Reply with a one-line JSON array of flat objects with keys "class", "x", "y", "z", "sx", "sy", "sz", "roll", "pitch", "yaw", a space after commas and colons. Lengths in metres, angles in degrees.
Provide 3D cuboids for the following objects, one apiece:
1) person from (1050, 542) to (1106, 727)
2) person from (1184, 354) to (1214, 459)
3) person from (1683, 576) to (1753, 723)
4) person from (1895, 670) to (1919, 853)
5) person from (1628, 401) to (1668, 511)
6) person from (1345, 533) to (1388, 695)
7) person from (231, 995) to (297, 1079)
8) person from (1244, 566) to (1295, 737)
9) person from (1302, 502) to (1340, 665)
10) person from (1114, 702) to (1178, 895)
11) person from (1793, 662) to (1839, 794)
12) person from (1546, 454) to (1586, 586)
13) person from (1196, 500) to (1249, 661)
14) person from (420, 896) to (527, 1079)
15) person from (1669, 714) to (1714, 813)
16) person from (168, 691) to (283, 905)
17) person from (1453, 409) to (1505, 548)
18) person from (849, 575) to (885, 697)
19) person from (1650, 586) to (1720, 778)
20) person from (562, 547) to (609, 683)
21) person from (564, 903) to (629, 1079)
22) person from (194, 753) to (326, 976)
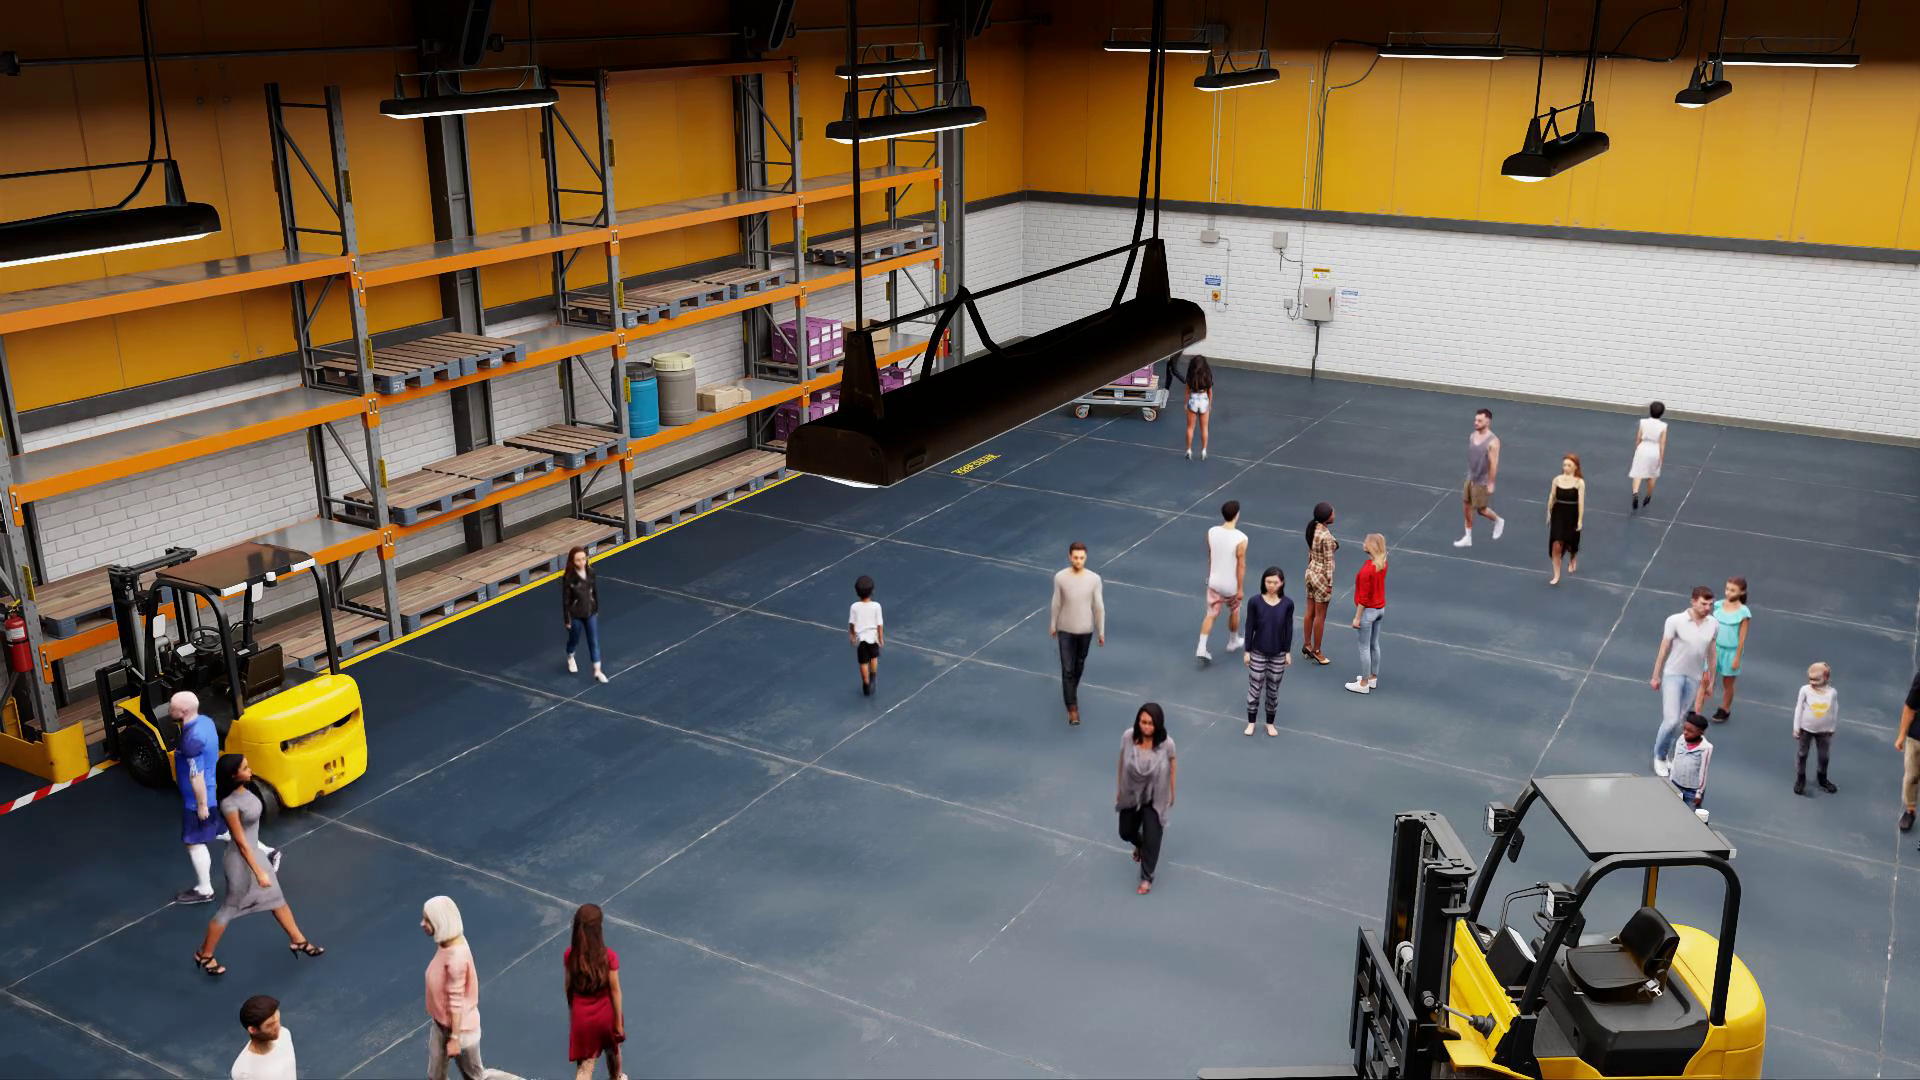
[{"class": "person", "x": 1.144, "y": 0.880, "z": 16.506, "sx": 1.076, "sy": 1.811, "sz": 1.280, "roll": 0, "pitch": 19, "yaw": -1}, {"class": "person", "x": 3.640, "y": -2.026, "z": 25.437, "sx": 0.674, "sy": 1.620, "sz": 0.706, "roll": 0, "pitch": 19, "yaw": 0}, {"class": "person", "x": 7.576, "y": 1.078, "z": 16.344, "sx": 0.963, "sy": 1.541, "sz": 0.783, "roll": -12, "pitch": 22, "yaw": -32}, {"class": "person", "x": 8.231, "y": 1.676, "z": 14.127, "sx": 0.688, "sy": 1.821, "sz": 1.044, "roll": 12, "pitch": 22, "yaw": 31}, {"class": "person", "x": 9.474, "y": -1.136, "z": 22.929, "sx": 0.593, "sy": 1.533, "sz": 0.948, "roll": 10, "pitch": 21, "yaw": 26}, {"class": "person", "x": 4.209, "y": 0.744, "z": 17.079, "sx": 0.713, "sy": 1.705, "sz": 0.511, "roll": 16, "pitch": 24, "yaw": 39}, {"class": "person", "x": -3.972, "y": 3.330, "z": 9.445, "sx": 0.900, "sy": 1.676, "sz": 1.087, "roll": 5, "pitch": 19, "yaw": 15}, {"class": "person", "x": 2.982, "y": 1.062, "z": 16.091, "sx": 0.680, "sy": 1.733, "sz": 0.662, "roll": 1, "pitch": 19, "yaw": 4}, {"class": "person", "x": 3.841, "y": 0.455, "z": 17.797, "sx": 0.736, "sy": 1.795, "sz": 0.676, "roll": -5, "pitch": 19, "yaw": -14}, {"class": "person", "x": 1.516, "y": 2.021, "z": 13.455, "sx": 0.696, "sy": 1.597, "sz": 0.839, "roll": 7, "pitch": 20, "yaw": 21}, {"class": "person", "x": 7.715, "y": 1.686, "z": 14.980, "sx": 0.665, "sy": 1.258, "sz": 0.610, "roll": 0, "pitch": 19, "yaw": 1}, {"class": "person", "x": 7.402, "y": -0.268, "z": 20.237, "sx": 0.631, "sy": 1.607, "sz": 0.811, "roll": 13, "pitch": 23, "yaw": 34}, {"class": "person", "x": 2.781, "y": 0.475, "z": 17.802, "sx": 0.744, "sy": 1.754, "sz": 1.139, "roll": 14, "pitch": 23, "yaw": 35}, {"class": "person", "x": -3.066, "y": 2.996, "z": 10.397, "sx": 1.134, "sy": 1.701, "sz": 0.917, "roll": -12, "pitch": 22, "yaw": -31}, {"class": "person", "x": 6.121, "y": 2.037, "z": 13.941, "sx": 0.612, "sy": 1.257, "sz": 0.570, "roll": -10, "pitch": 21, "yaw": -27}, {"class": "person", "x": -5.863, "y": 2.022, "z": 13.106, "sx": 1.135, "sy": 1.818, "sz": 1.100, "roll": -4, "pitch": 19, "yaw": -11}, {"class": "person", "x": 6.660, "y": -0.787, "z": 21.108, "sx": 1.055, "sy": 1.831, "sz": 0.922, "roll": -8, "pitch": 20, "yaw": -24}, {"class": "person", "x": -0.956, "y": 1.001, "z": 17.039, "sx": 0.744, "sy": 1.242, "sz": 0.846, "roll": -2, "pitch": 19, "yaw": -5}, {"class": "person", "x": 6.639, "y": 1.251, "z": 15.379, "sx": 0.840, "sy": 1.829, "sz": 0.891, "roll": -1, "pitch": 19, "yaw": -2}, {"class": "person", "x": -4.012, "y": 0.759, "z": 17.440, "sx": 1.003, "sy": 1.446, "sz": 0.890, "roll": -13, "pitch": 23, "yaw": -34}, {"class": "person", "x": -2.334, "y": 3.053, "z": 10.500, "sx": 0.871, "sy": 1.527, "sz": 1.106, "roll": 0, "pitch": 19, "yaw": 1}, {"class": "person", "x": -5.306, "y": 2.411, "z": 12.085, "sx": 1.094, "sy": 1.731, "sz": 1.116, "roll": -2, "pitch": 19, "yaw": -7}]
